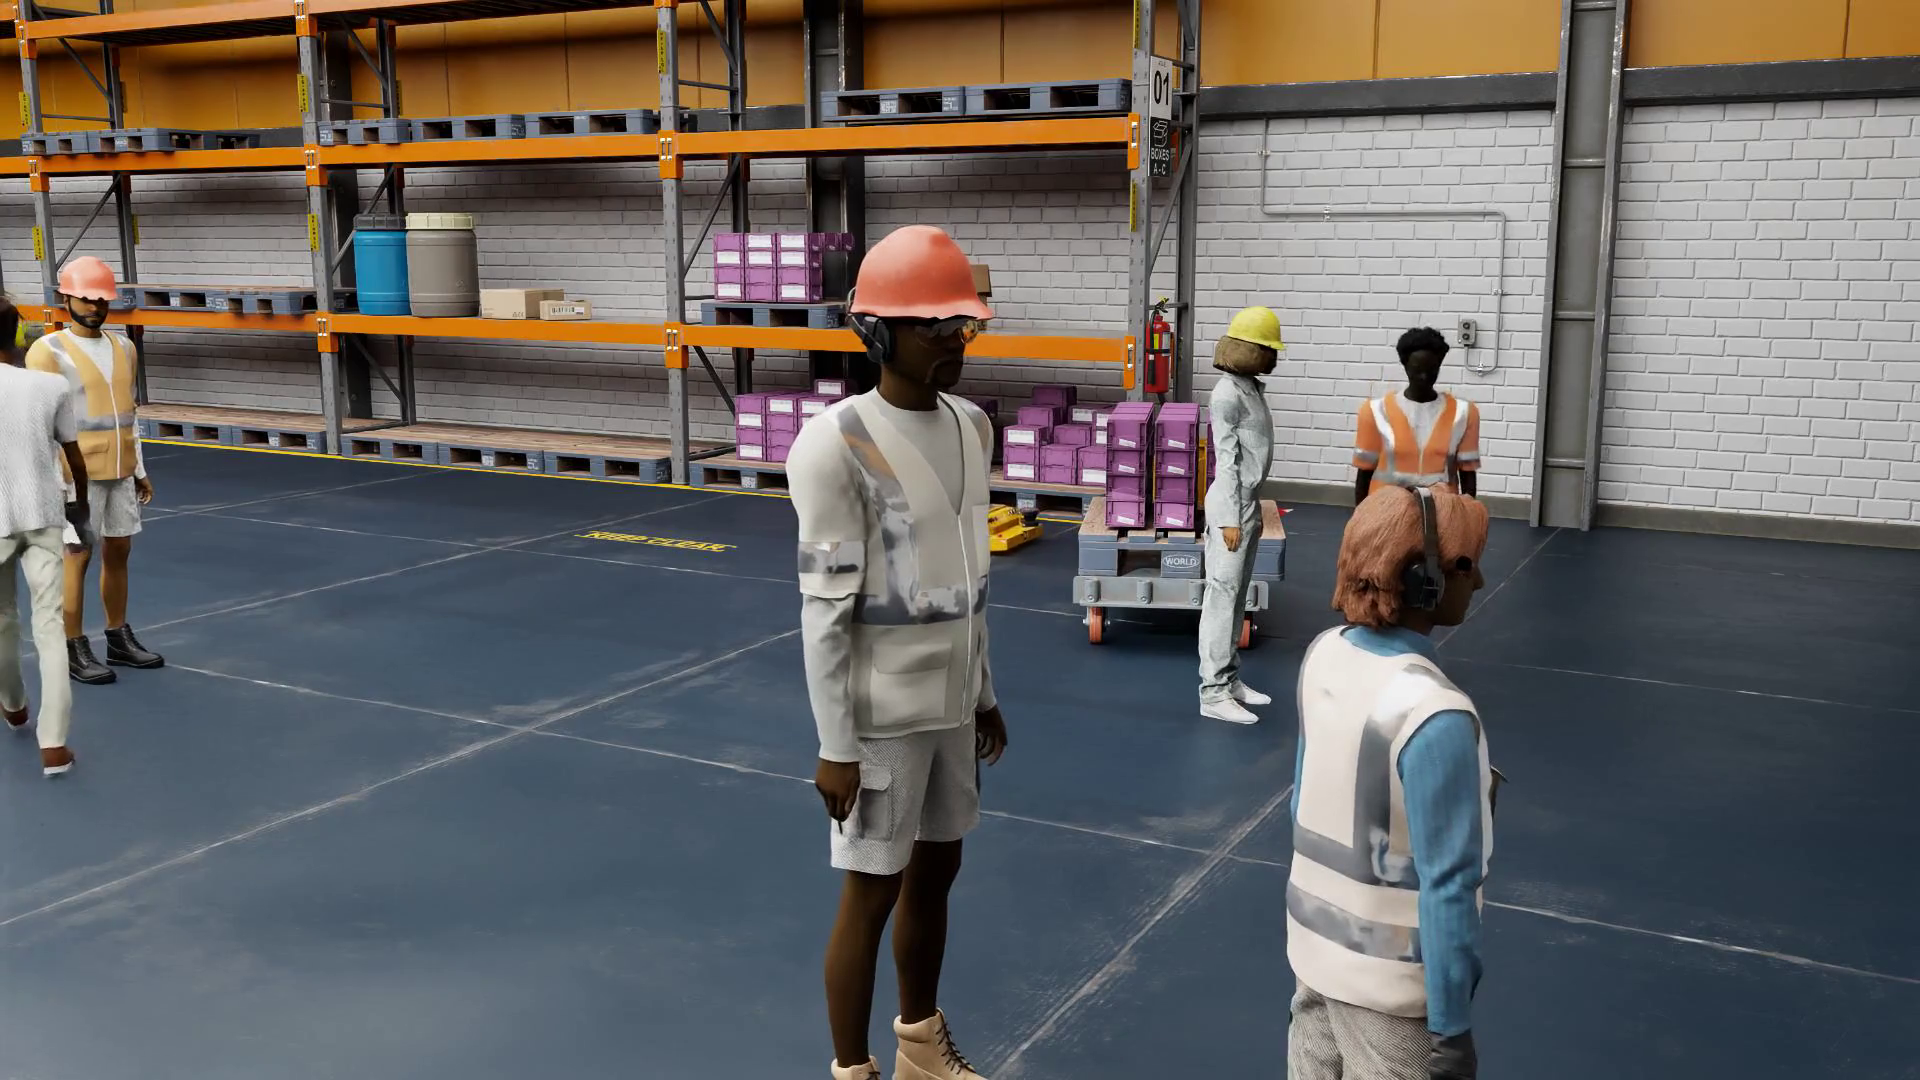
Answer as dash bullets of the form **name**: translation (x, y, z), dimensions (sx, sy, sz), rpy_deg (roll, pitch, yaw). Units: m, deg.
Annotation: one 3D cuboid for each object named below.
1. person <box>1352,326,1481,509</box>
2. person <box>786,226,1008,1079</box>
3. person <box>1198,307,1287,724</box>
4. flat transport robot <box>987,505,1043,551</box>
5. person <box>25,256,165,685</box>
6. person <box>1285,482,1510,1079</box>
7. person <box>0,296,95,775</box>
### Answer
- **person**: translation (1.952, -0.103, 7.203), dimensions (0.534, 1.662, 0.801), rpy_deg (1, 10, 4)
- **person**: translation (-0.091, 0.353, 3.628), dimensions (0.373, 2.043, 0.615), rpy_deg (7, 13, 34)
- **person**: translation (1.198, -0.110, 7.016), dimensions (0.310, 1.735, 0.484), rpy_deg (4, 11, 22)
- **flat transport robot**: translation (-0.227, -0.124, 11.109), dimensions (1.431, 0.197, 0.652), rpy_deg (4, 11, 23)
- **person**: translation (-3.935, -0.320, 7.618), dimensions (0.375, 1.934, 0.548), rpy_deg (4, 11, 21)
- **person**: translation (0.691, 0.719, 2.735), dimensions (0.310, 1.638, 0.523), rpy_deg (-2, 11, -11)
- **person**: translation (-3.666, -0.050, 6.474), dimensions (0.531, 1.810, 1.016), rpy_deg (-7, 12, -32)
